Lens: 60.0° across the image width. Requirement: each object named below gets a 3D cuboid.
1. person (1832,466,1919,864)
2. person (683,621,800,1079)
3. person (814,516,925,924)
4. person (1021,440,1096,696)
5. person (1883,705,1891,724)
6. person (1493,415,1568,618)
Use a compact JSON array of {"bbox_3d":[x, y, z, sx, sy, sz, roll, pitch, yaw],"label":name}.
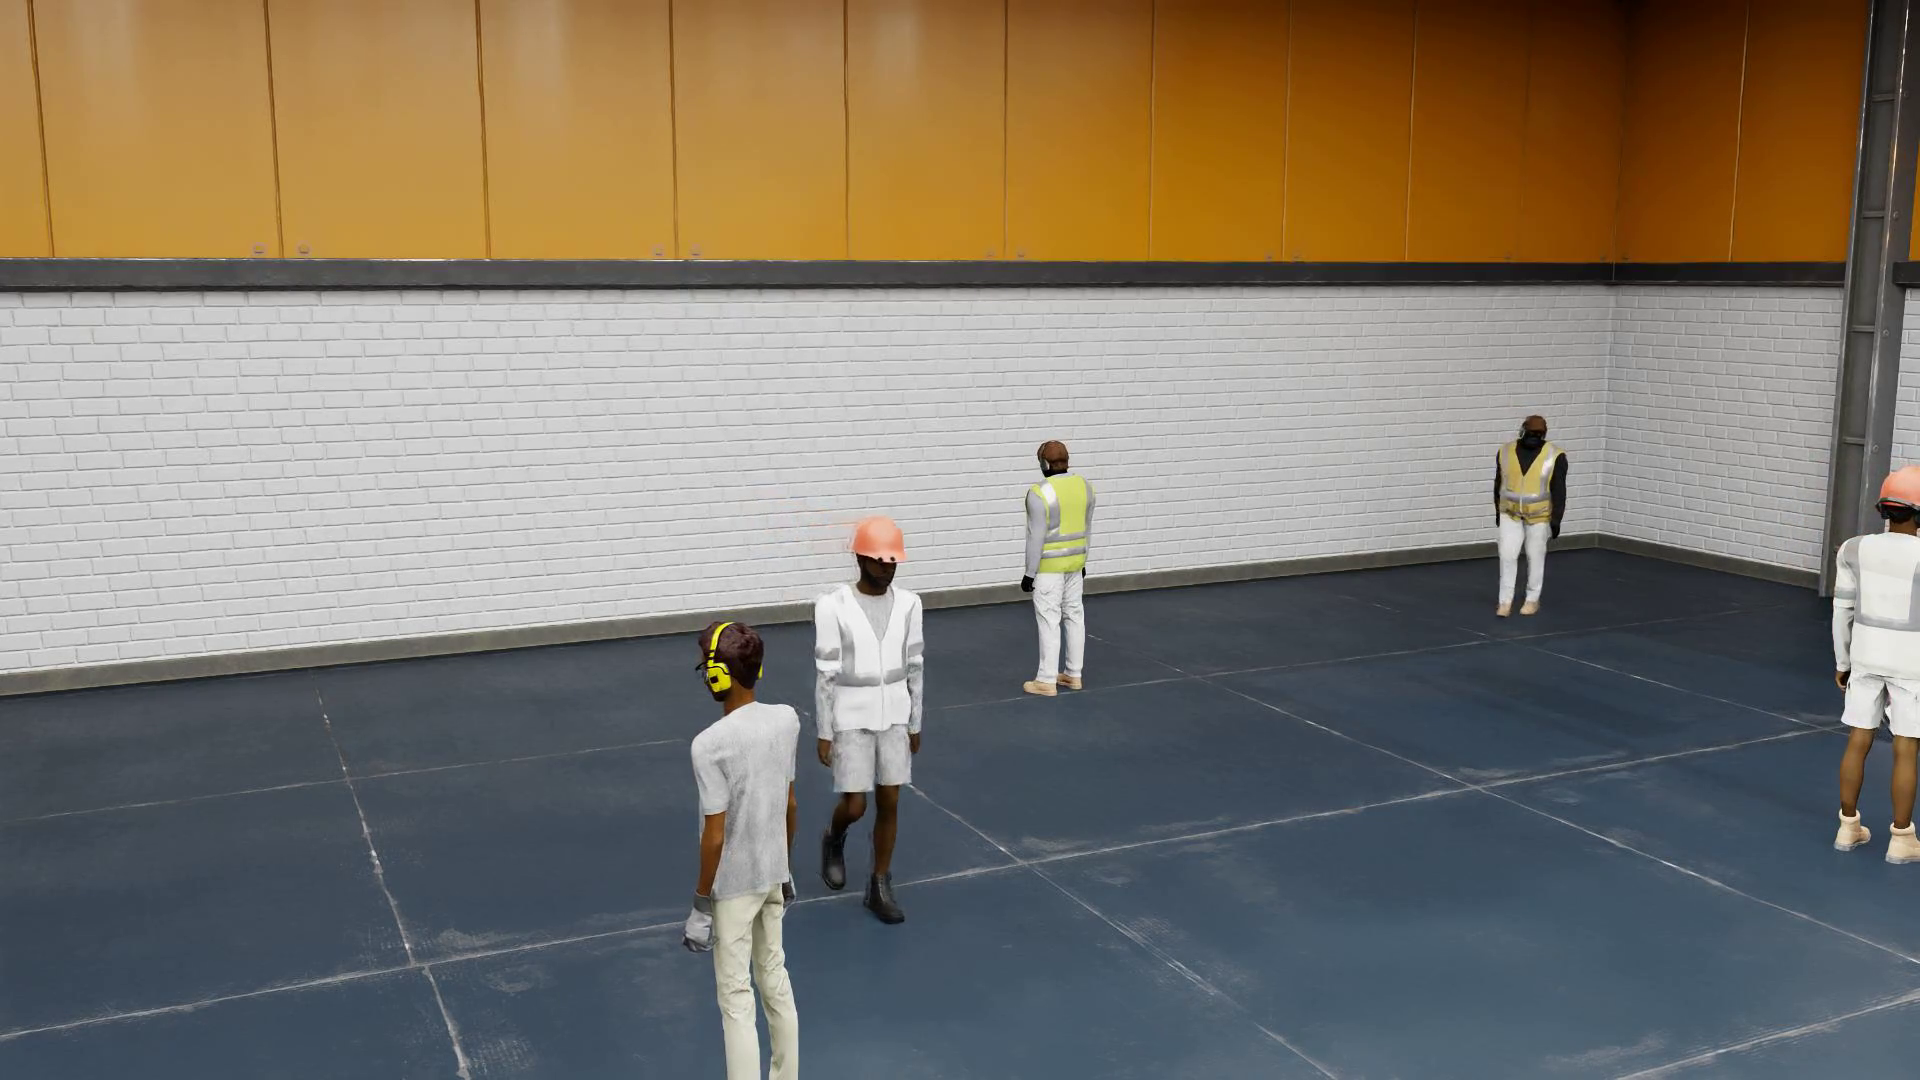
[{"bbox_3d":[4.816,0.640,8.580,0.369,2.048,0.607,-7,11,-36],"label":"person"},{"bbox_3d":[-0.754,1.192,5.725,0.329,1.865,0.507,6,11,31],"label":"person"},{"bbox_3d":[-0.433,0.825,7.811,0.558,1.921,0.533,-5,10,-27],"label":"person"},{"bbox_3d":[0.680,0.199,11.973,0.621,1.837,0.429,-8,12,-41],"label":"person"},{"bbox_3d":[6.403,0.434,10.422,0.642,1.875,0.936,-9,13,-44],"label":"person"},{"bbox_3d":[4.959,-0.199,14.550,0.646,1.797,0.805,5,11,30],"label":"person"}]
